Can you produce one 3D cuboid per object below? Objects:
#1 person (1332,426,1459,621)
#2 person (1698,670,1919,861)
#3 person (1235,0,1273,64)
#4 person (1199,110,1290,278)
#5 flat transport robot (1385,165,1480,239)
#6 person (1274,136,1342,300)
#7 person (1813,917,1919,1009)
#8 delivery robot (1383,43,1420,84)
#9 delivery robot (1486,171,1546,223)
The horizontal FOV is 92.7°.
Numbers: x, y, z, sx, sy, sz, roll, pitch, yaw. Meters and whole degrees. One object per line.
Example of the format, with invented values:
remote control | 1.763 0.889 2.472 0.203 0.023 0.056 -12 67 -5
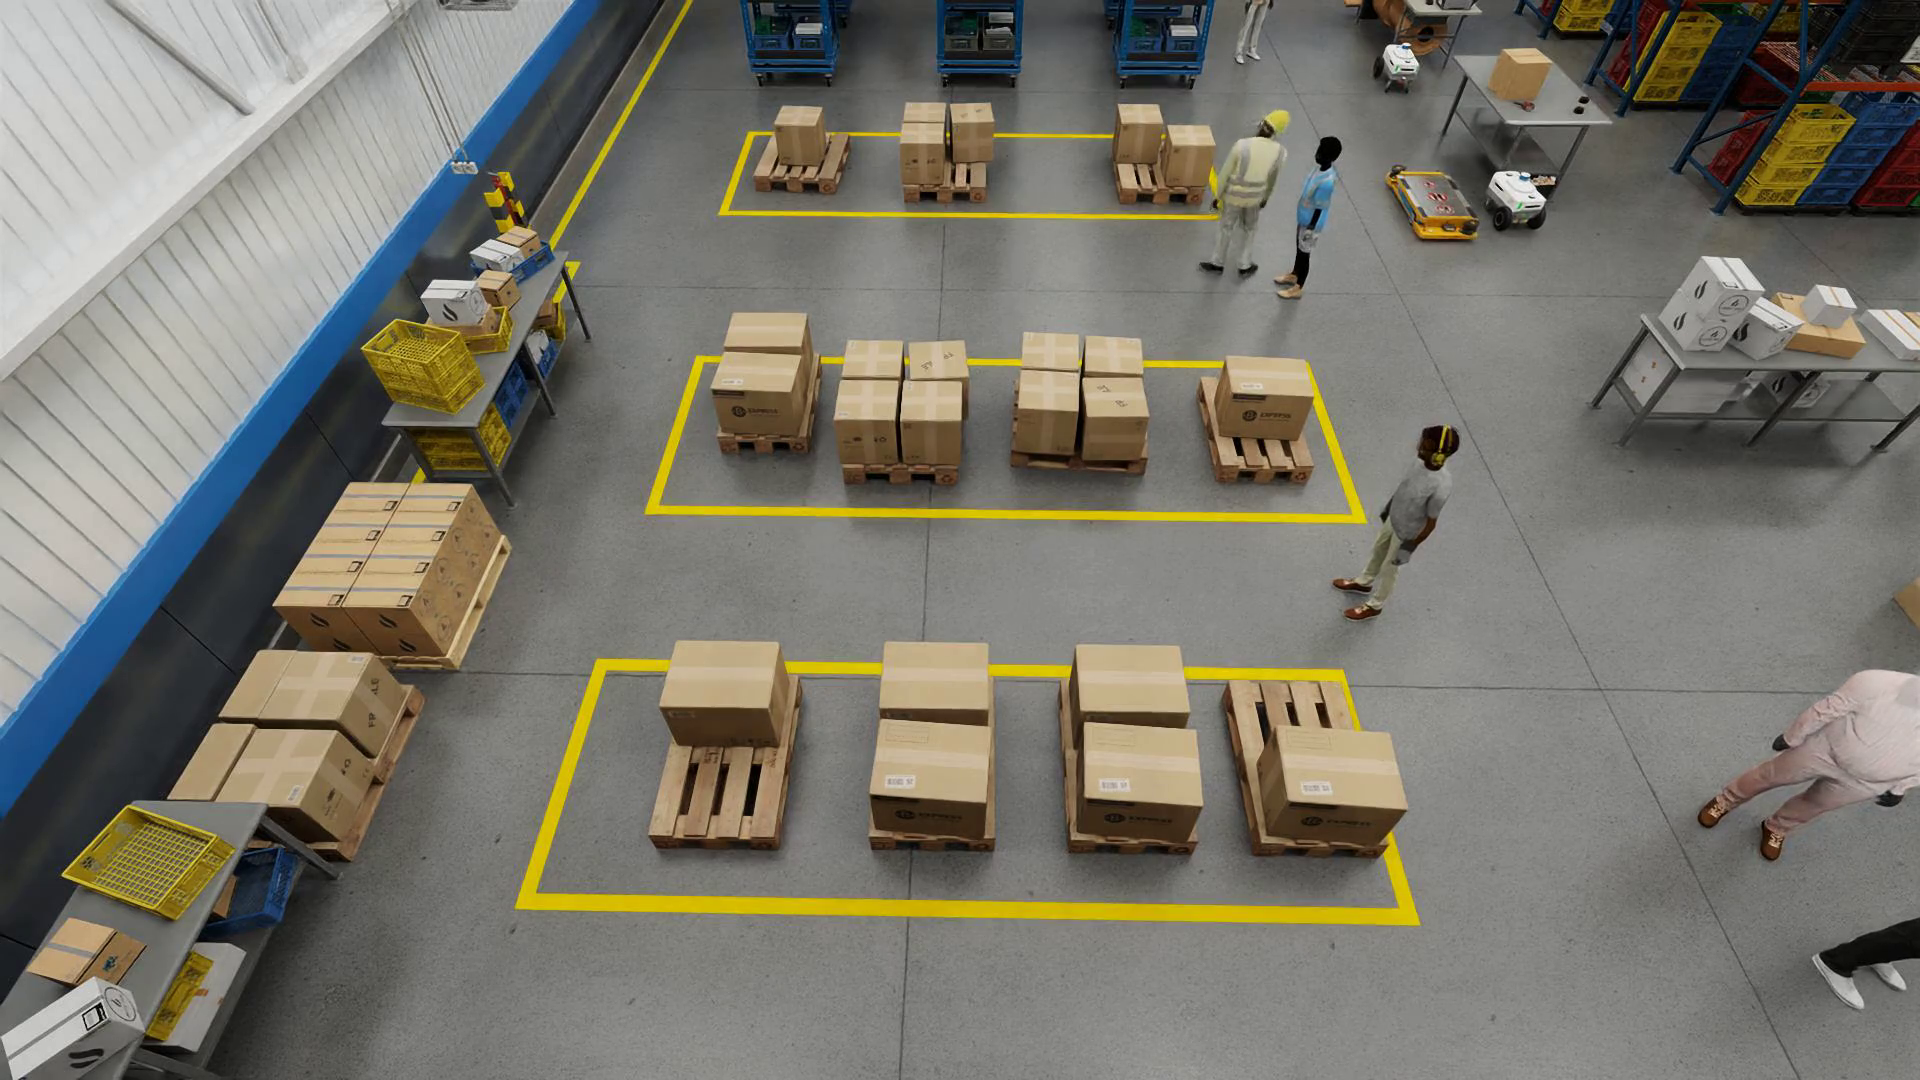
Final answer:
person | 3.142 -0.094 6.552 0.330 1.864 0.512 1 49 1
person | 5.156 1.295 5.321 0.649 1.906 0.401 30 56 24
person | 4.396 -7.928 13.478 0.510 1.639 0.308 -20 52 -17
person | 2.994 -3.611 9.655 0.660 1.779 0.406 -5 49 -5
flat transport robot | 5.692 -4.094 11.059 0.652 0.197 1.431 1 49 1
person | 3.603 -3.310 9.451 0.318 1.691 0.535 6 49 5
person | 5.332 1.954 4.752 0.584 1.910 0.387 -12 50 -10
delivery robot | 6.376 -6.917 13.256 0.477 0.478 0.707 3 49 2
delivery robot | 6.558 -4.084 10.804 0.477 0.478 0.707 -4 49 -4
